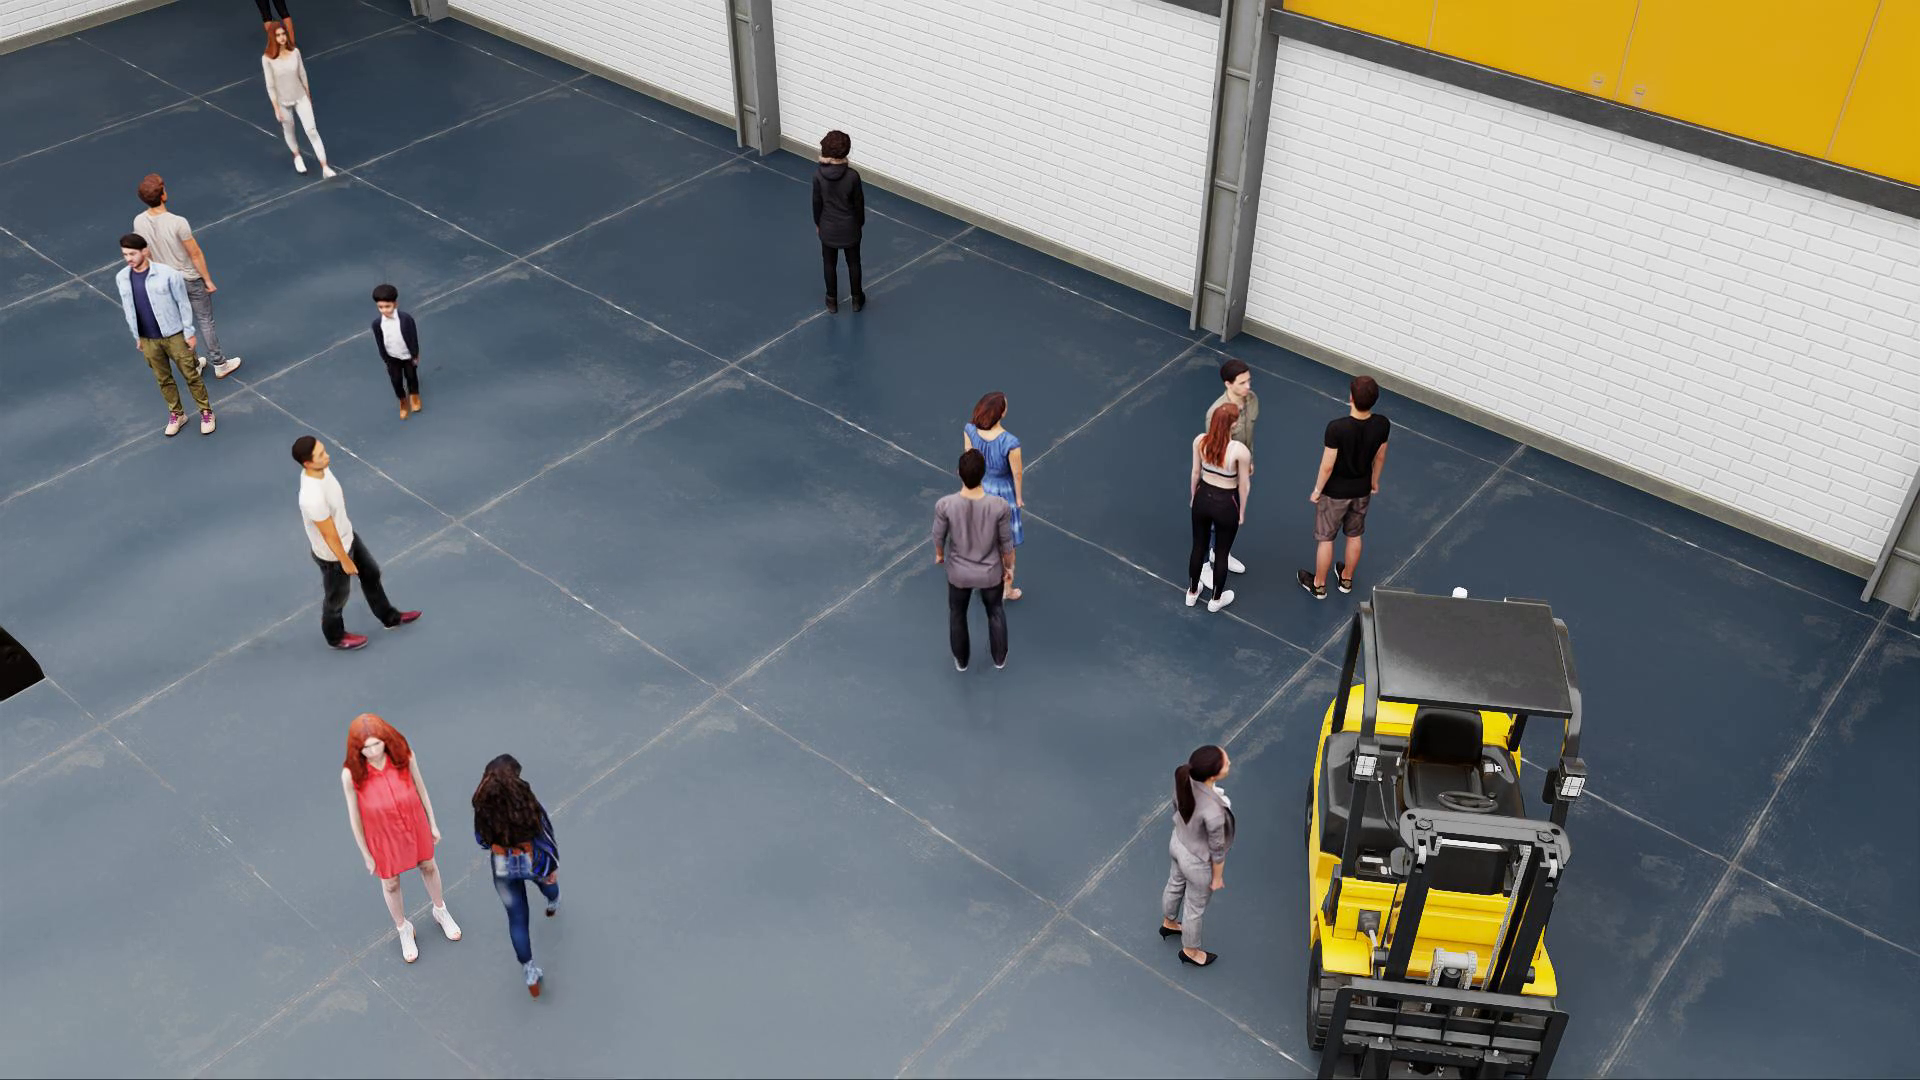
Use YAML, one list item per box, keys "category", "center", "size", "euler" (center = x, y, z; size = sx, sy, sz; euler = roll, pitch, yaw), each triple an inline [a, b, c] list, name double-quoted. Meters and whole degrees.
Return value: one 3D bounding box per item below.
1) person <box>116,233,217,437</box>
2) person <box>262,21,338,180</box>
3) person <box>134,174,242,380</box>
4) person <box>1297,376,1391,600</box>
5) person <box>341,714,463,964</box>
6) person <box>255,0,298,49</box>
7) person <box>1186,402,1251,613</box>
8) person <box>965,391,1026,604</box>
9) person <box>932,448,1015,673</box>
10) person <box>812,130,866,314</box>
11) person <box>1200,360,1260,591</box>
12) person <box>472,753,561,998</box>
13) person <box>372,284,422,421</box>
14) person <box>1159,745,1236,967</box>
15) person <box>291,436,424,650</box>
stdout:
- category: "person"
  center: [-6.528, -1.687, 13.632]
  size: [0.746, 1.812, 0.813]
  euler: [-2, 39, -3]
- category: "person"
  center: [-7.039, -4.605, 17.404]
  size: [0.787, 1.664, 1.109]
  euler: [-24, 44, -27]
- category: "person"
  center: [-6.683, -2.242, 14.258]
  size: [0.709, 1.897, 0.808]
  euler: [2, 39, 3]
- category: "person"
  center: [2.771, -0.374, 11.948]
  size: [0.772, 1.861, 0.785]
  euler: [-10, 40, -12]
- category: "person"
  center: [-3.183, 1.667, 9.419]
  size: [0.638, 1.828, 0.591]
  euler: [-23, 44, -26]
- category: "person"
  center: [-8.308, -6.658, 19.908]
  size: [0.636, 1.748, 0.588]
  euler: [-28, 46, -31]
- category: "person"
  center: [1.825, -0.237, 11.872]
  size: [0.491, 1.741, 0.668]
  euler: [21, 43, 24]
- category: "person"
  center: [0.246, -0.294, 11.892]
  size: [0.548, 1.806, 0.756]
  euler: [21, 43, 24]
- category: "person"
  center: [0.083, 0.196, 11.244]
  size: [0.790, 1.848, 0.877]
  euler: [2, 39, 2]
- category: "person"
  center: [-1.095, -2.885, 15.157]
  size: [0.728, 1.780, 0.797]
  euler: [-1, 39, -1]
- category: "person"
  center: [1.923, -0.506, 12.110]
  size: [0.595, 1.865, 0.709]
  euler: [31, 48, 33]
- category: "person"
  center: [-2.471, 1.892, 9.338]
  size: [1.017, 1.578, 1.099]
  euler: [-5, 39, -6]
- category: "person"
  center: [-4.731, -1.644, 14.057]
  size: [0.619, 1.214, 0.675]
  euler: [-8, 39, -10]
- category: "person"
  center: [1.325, 1.775, 9.403]
  size: [0.774, 1.678, 0.669]
  euler: [-16, 41, -19]
- category: "person"
  center: [-4.409, 0.049, 11.482]
  size: [1.019, 1.783, 0.980]
  euler: [-7, 39, -8]
